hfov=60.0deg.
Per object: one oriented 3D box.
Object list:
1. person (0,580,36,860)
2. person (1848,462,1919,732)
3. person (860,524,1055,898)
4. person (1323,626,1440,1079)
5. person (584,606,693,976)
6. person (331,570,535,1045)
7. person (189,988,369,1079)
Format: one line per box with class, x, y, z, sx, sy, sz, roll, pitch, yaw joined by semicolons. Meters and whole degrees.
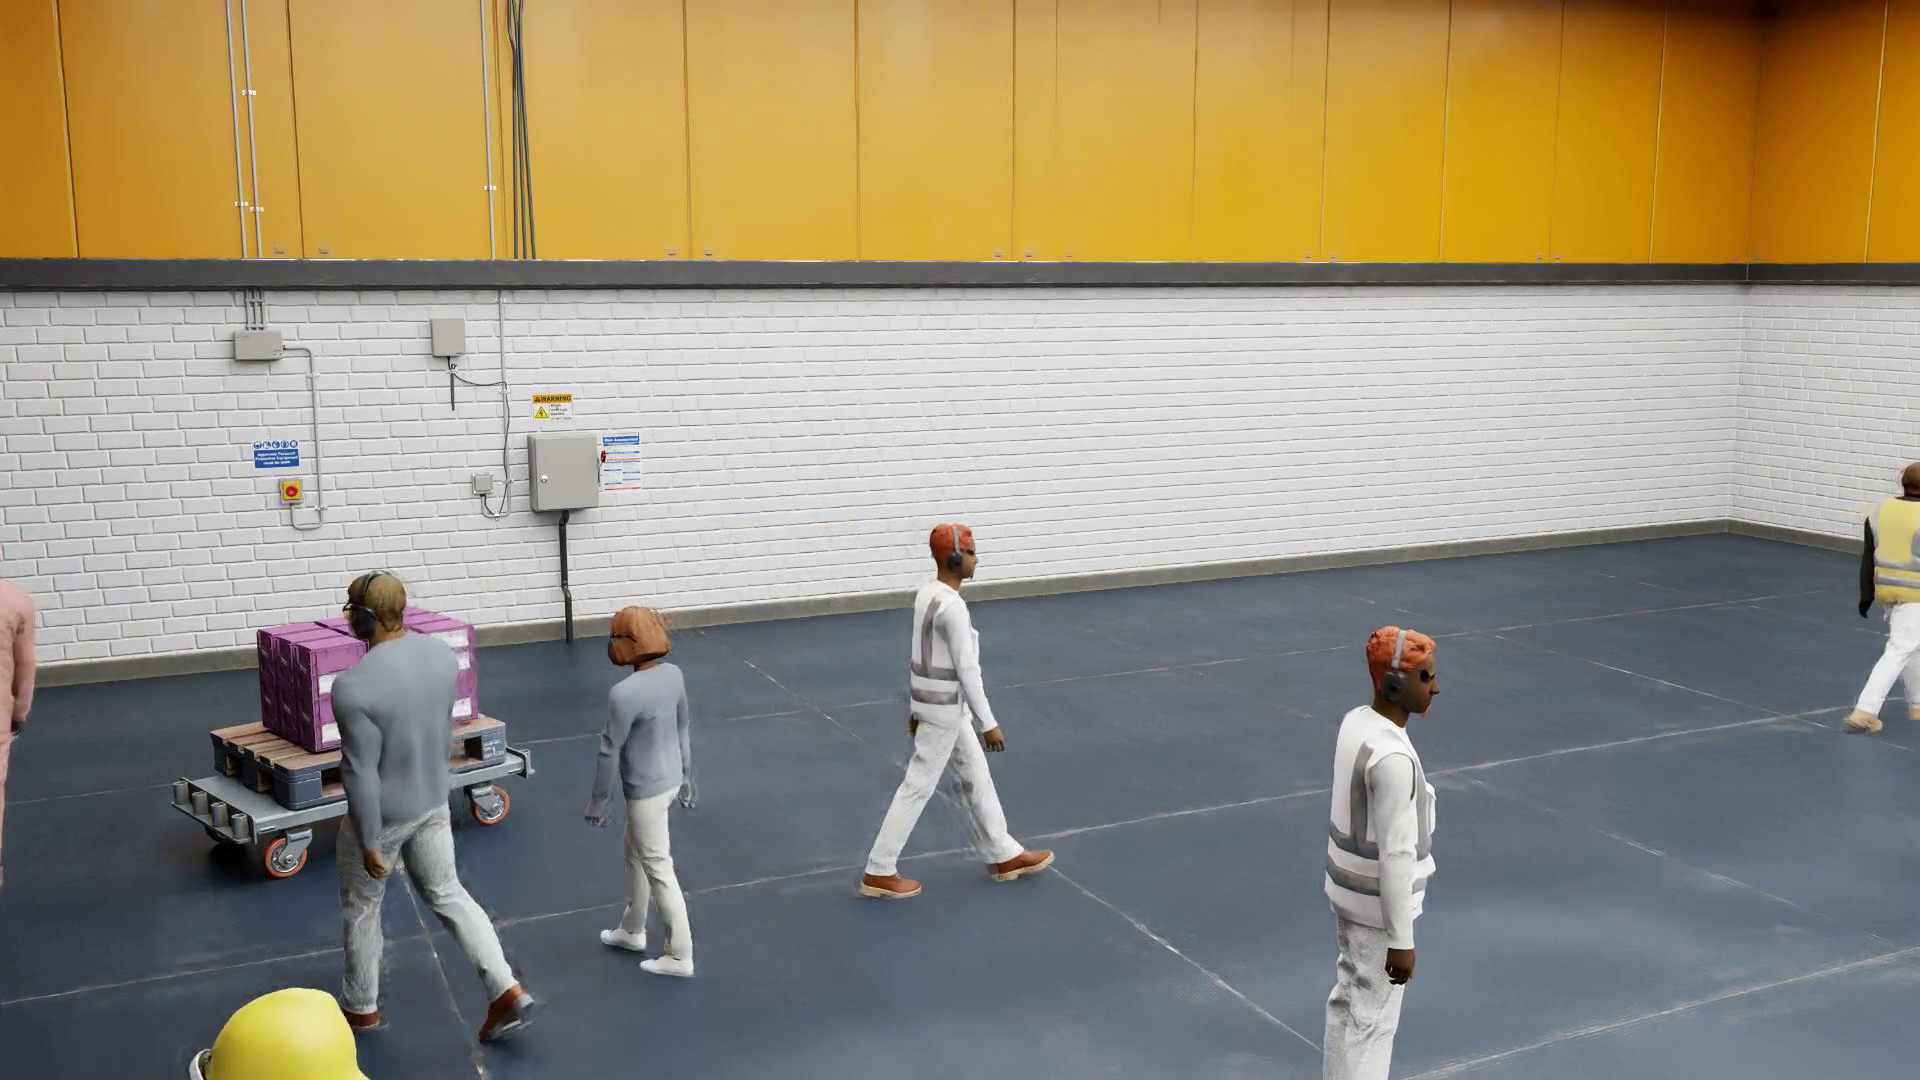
person;-4.817;0.834;7.993;0.686;1.851;0.938;-7;11;-36
person;6.286;0.374;11.024;0.978;1.799;0.634;-3;10;-19
person;-0.039;0.834;8.075;1.003;1.832;0.581;-1;9;-8
person;1.388;1.214;5.521;0.338;1.882;0.582;0;9;0
person;-1.437;1.082;7.197;0.674;1.610;0.502;3;10;18
person;-2.136;1.052;6.486;0.929;1.907;0.632;5;10;27
person;-1.163;1.680;2.901;0.836;1.785;0.611;5;10;26
